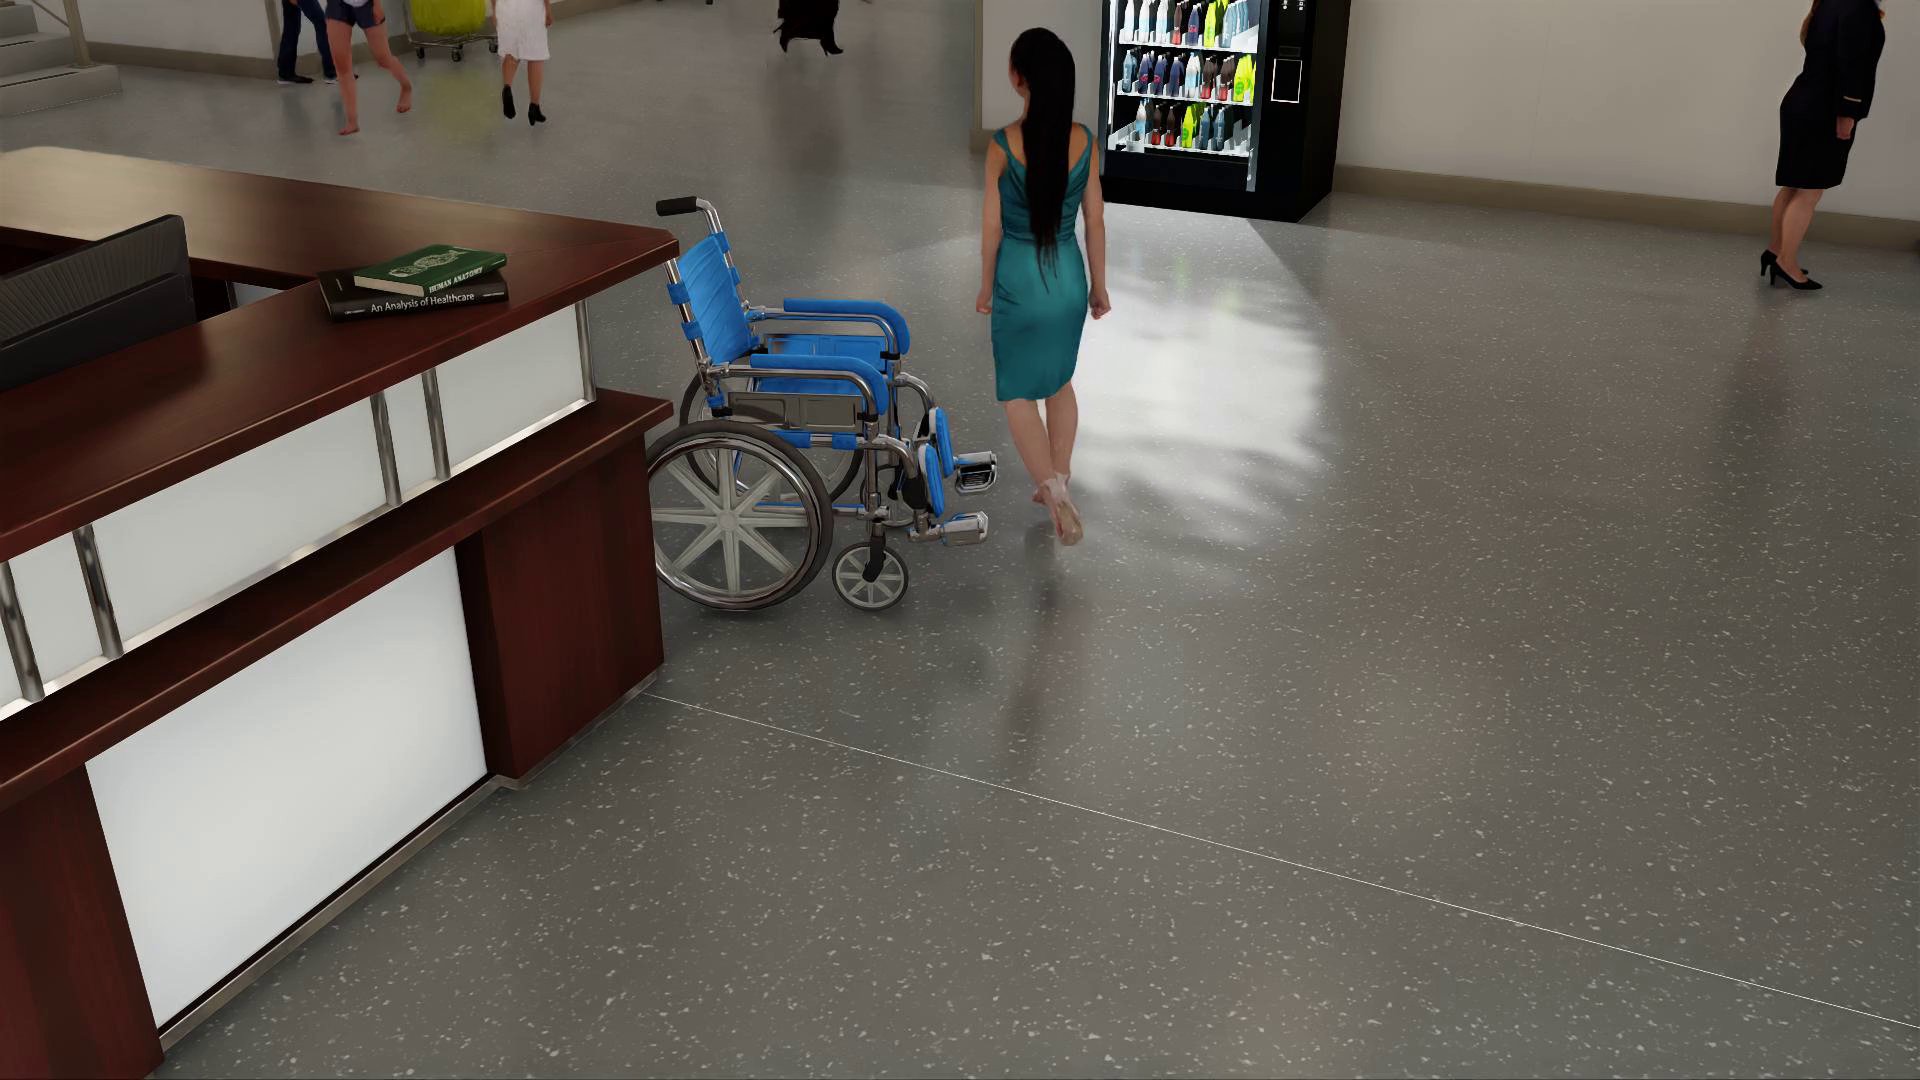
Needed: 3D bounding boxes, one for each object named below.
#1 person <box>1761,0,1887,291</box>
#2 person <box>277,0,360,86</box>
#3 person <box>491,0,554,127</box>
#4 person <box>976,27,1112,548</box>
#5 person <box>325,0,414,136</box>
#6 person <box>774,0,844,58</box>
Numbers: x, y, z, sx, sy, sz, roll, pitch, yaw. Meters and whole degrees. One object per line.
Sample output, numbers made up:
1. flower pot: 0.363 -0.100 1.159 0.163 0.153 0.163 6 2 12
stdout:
1. person: 4.163 -2.057 8.024 0.707 1.671 0.758 5 26 11
2. person: -5.182 -4.272 12.780 0.941 1.530 0.822 -4 26 -9
3. person: -3.023 -3.594 11.359 0.730 1.542 0.744 3 26 7
4. person: 0.265 -0.736 5.294 0.906 1.662 0.978 -7 27 -15
5. person: -4.066 -3.642 11.309 1.106 1.672 0.831 5 26 10
6. person: -1.227 -4.805 13.650 1.001 1.733 1.057 -19 31 -34
